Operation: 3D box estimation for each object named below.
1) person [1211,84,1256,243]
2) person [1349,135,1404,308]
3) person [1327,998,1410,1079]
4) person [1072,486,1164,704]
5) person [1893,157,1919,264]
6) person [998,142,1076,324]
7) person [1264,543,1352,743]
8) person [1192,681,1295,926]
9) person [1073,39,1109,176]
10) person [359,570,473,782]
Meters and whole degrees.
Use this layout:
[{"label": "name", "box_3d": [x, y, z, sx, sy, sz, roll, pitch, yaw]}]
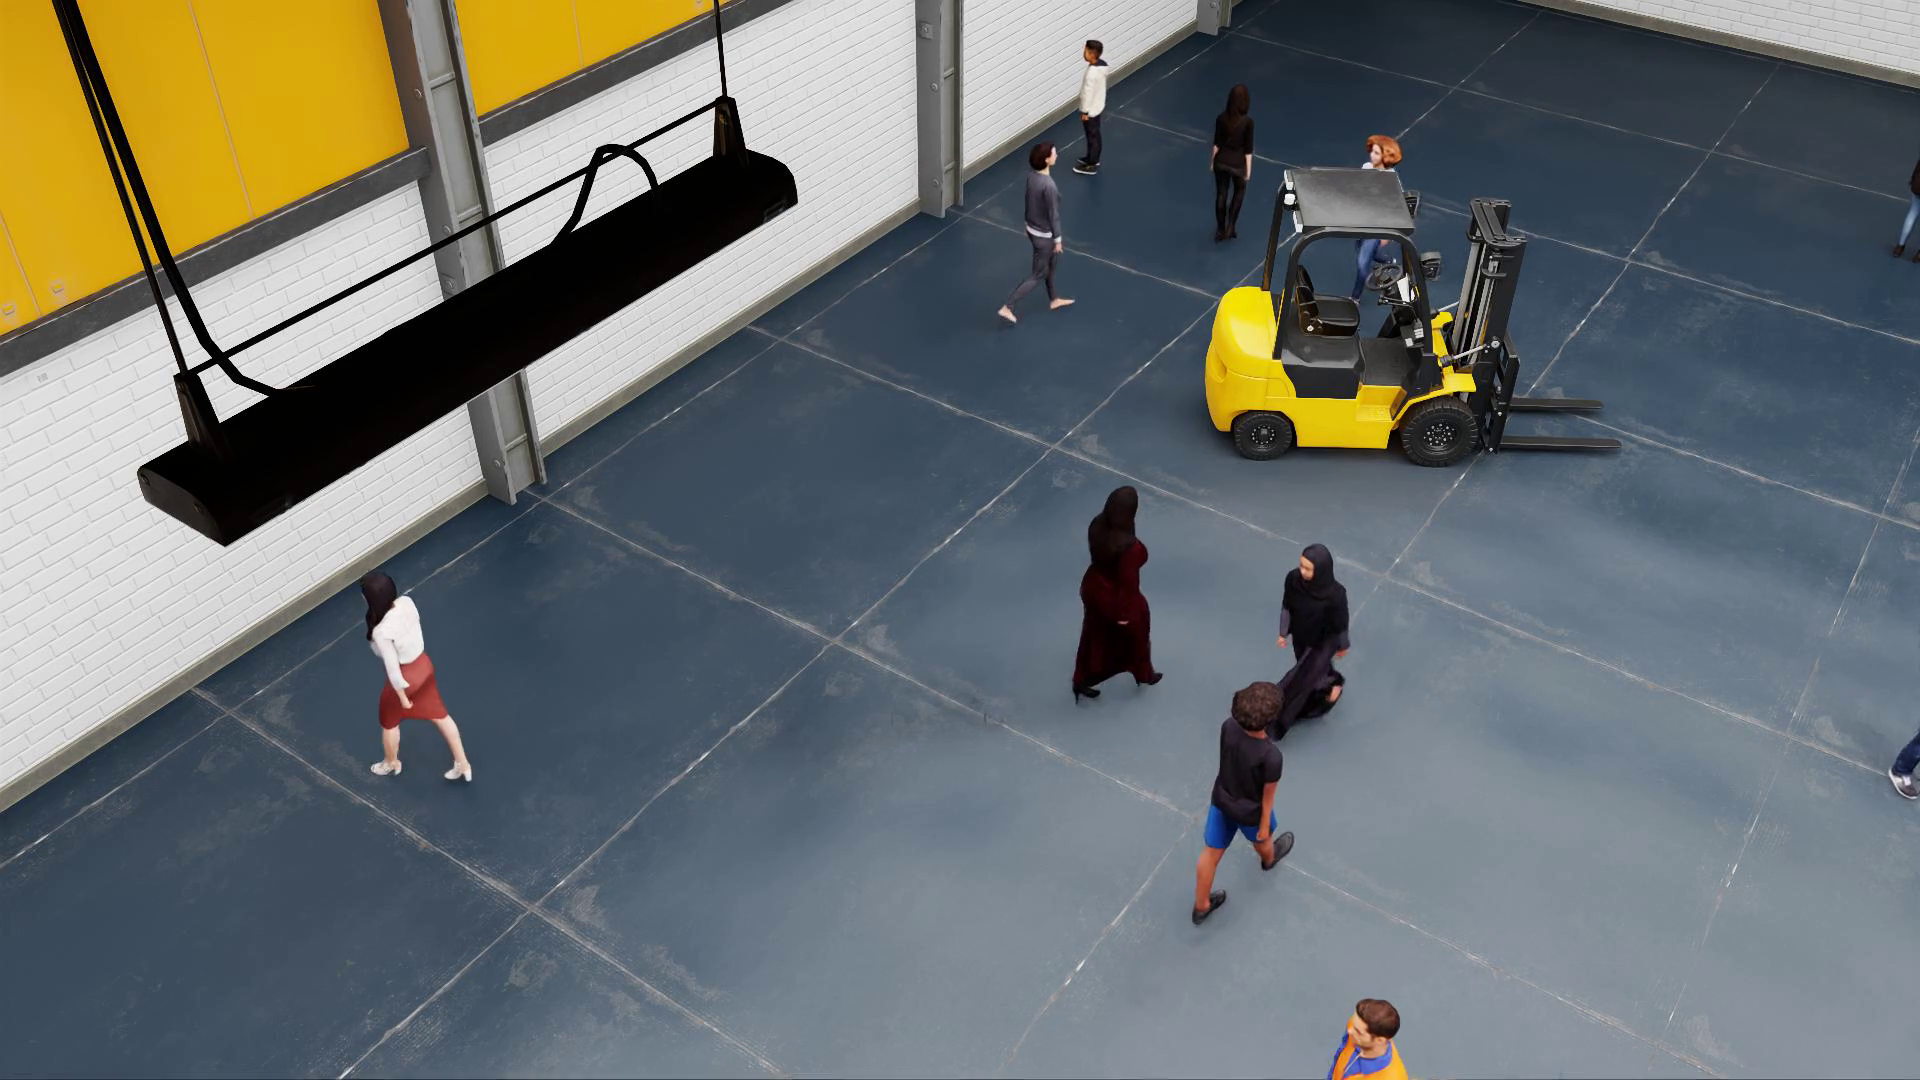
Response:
[{"label": "person", "box_3d": [2.643, -3.665, 16.393, 0.634, 1.632, 0.652, 13, 41, 16]}, {"label": "person", "box_3d": [3.903, -2.986, 15.496, 1.134, 1.690, 0.914, -21, 43, -24]}, {"label": "person", "box_3d": [2.026, 2.829, 8.102, 1.229, 1.830, 1.163, -7, 39, -9]}, {"label": "person", "box_3d": [0.938, 0.429, 11.193, 1.021, 1.723, 0.887, -19, 42, -22]}, {"label": "person", "box_3d": [9.490, -3.483, 16.161, 0.657, 1.636, 0.637, 31, 48, 32]}, {"label": "person", "box_3d": [0.675, -2.774, 15.192, 1.180, 1.739, 0.973, -16, 41, -19]}, {"label": "person", "box_3d": [2.426, 0.613, 11.071, 1.209, 1.588, 0.853, -28, 46, -30]}, {"label": "person", "box_3d": [1.590, 1.579, 9.732, 0.768, 1.749, 1.156, 31, 48, 33]}, {"label": "person", "box_3d": [1.428, -4.632, 17.749, 0.720, 1.450, 0.569, 10, 40, 13]}, {"label": "person", "box_3d": [-3.419, 0.922, 10.576, 0.856, 1.723, 0.927, 11, 40, 13]}]
